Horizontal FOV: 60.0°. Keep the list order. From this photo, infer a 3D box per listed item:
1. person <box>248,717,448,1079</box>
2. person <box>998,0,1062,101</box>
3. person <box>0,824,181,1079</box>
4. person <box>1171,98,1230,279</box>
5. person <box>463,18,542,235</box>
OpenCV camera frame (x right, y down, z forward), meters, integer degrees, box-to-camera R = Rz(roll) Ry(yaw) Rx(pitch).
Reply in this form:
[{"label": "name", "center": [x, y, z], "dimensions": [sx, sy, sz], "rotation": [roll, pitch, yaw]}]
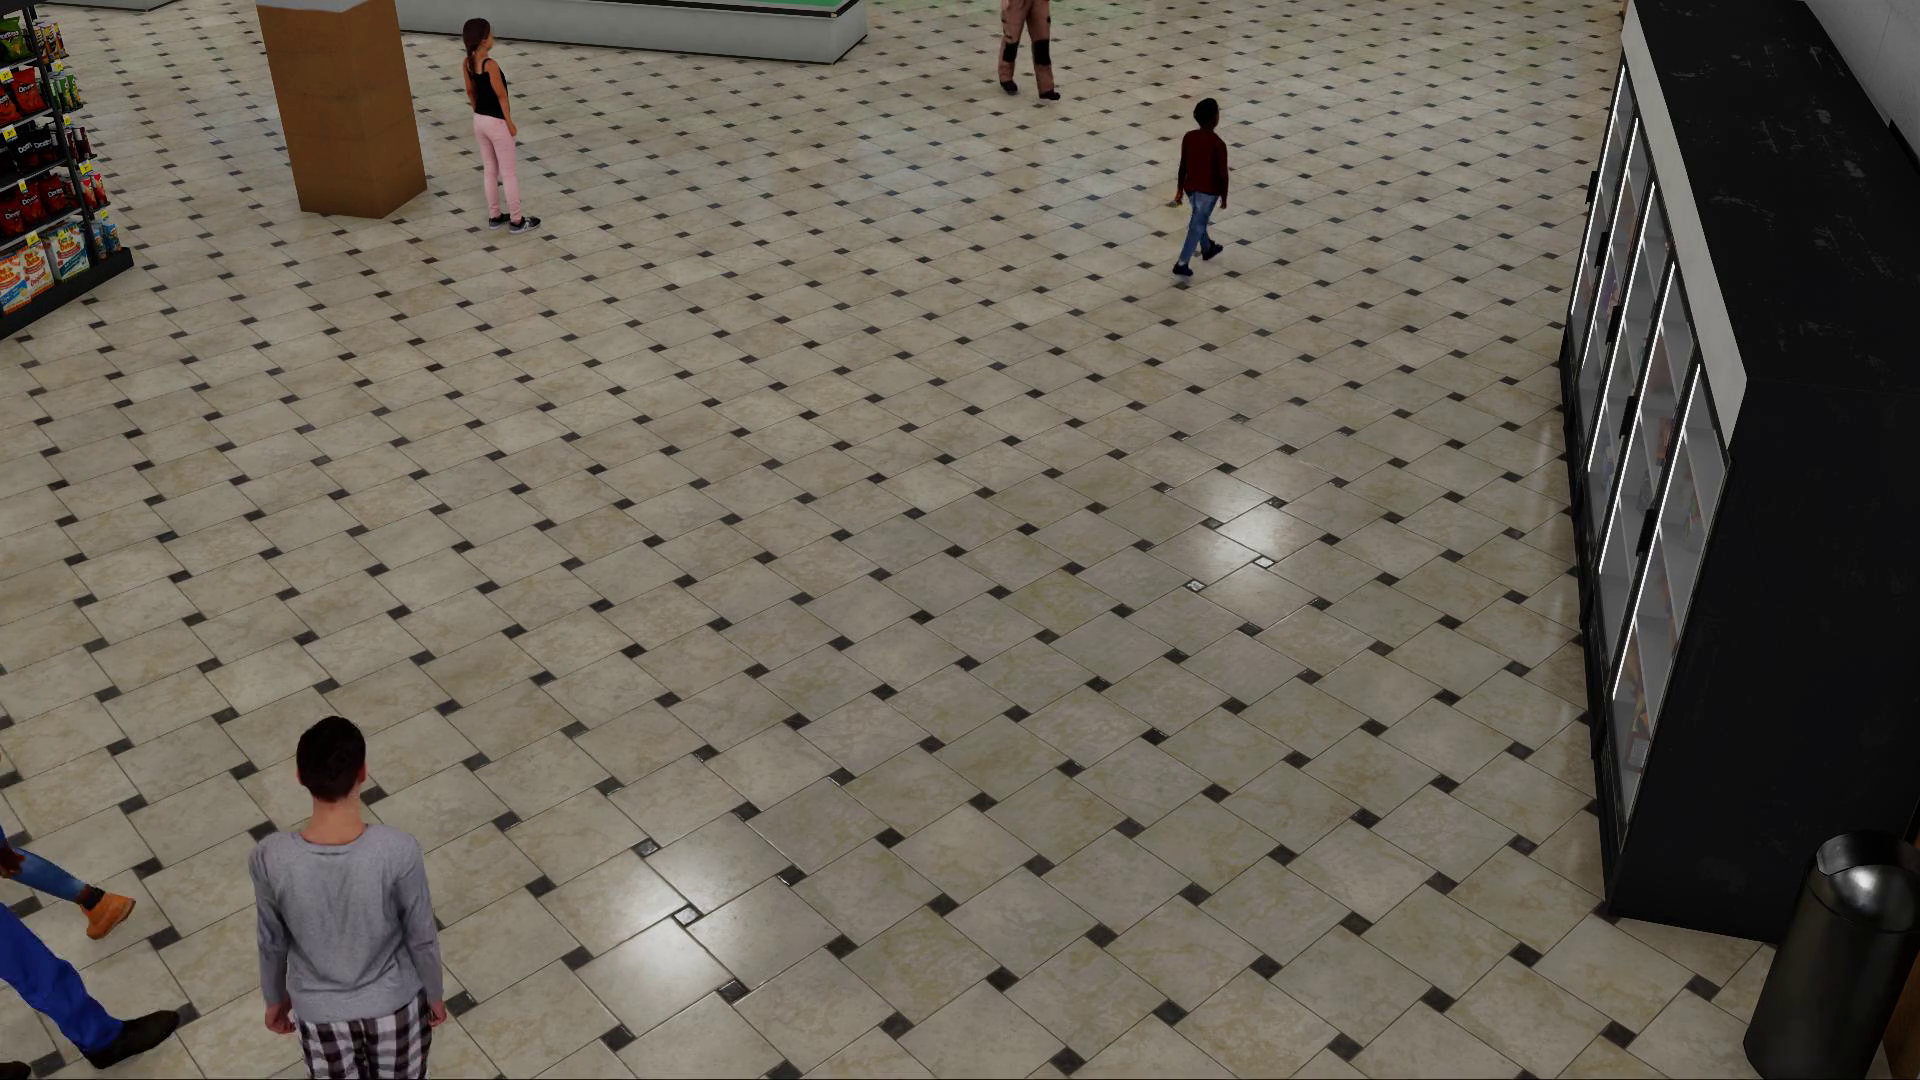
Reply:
[{"label": "person", "center": [-1.744, 1.389, 4.804], "dimensions": [0.991, 1.821, 0.971], "rotation": [-7, 33, -11]}, {"label": "person", "center": [0.540, -4.912, 14.941], "dimensions": [1.089, 1.809, 1.114], "rotation": [-14, 34, -21]}, {"label": "person", "center": [-3.315, 1.113, 5.290], "dimensions": [1.169, 1.776, 1.085], "rotation": [-12, 34, -18]}, {"label": "person", "center": [1.633, -2.388, 11.432], "dimensions": [0.893, 1.231, 0.836], "rotation": [27, 41, 36]}, {"label": "person", "center": [-3.402, -3.019, 12.129], "dimensions": [0.538, 1.566, 0.648], "rotation": [19, 36, 27]}]
